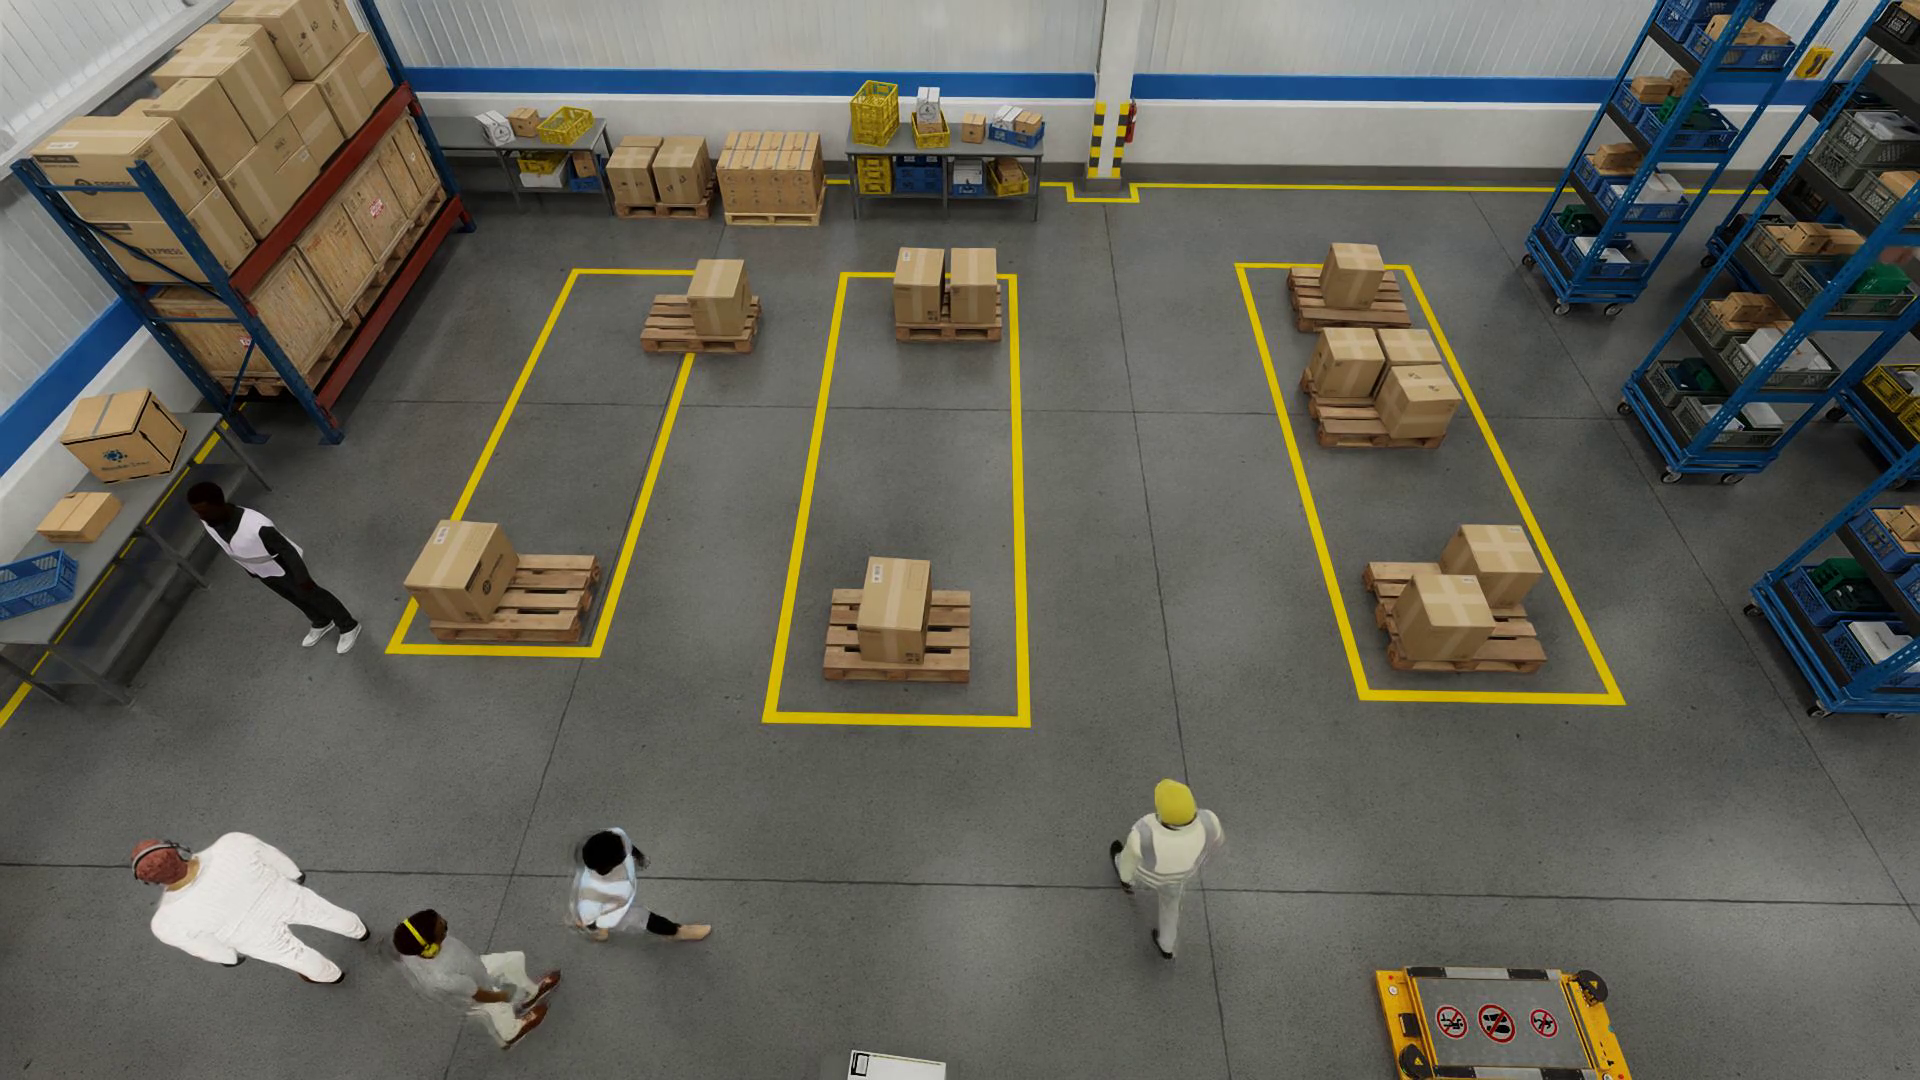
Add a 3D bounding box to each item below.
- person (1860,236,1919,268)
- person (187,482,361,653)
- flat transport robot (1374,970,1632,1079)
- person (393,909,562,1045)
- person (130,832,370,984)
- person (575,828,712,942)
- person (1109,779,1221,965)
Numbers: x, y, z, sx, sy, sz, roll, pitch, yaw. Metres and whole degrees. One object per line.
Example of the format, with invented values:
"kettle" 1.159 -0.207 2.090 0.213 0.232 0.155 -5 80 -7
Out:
"person" 9.815 -3.068 9.895 0.798 1.957 0.657 -35 59 -25
"person" -5.405 0.214 7.237 0.594 1.921 0.388 11 52 9
"flat transport robot" 3.501 3.133 5.914 1.431 0.197 0.652 1 51 1
"person" -2.777 2.519 5.404 0.549 1.843 0.645 34 59 25
"person" -4.299 2.262 5.581 0.399 1.902 0.642 13 52 11
"person" -2.229 2.225 5.786 0.933 1.629 0.536 -1 51 -1
"person" 1.286 2.044 5.827 0.590 1.797 0.880 -4 51 -3
